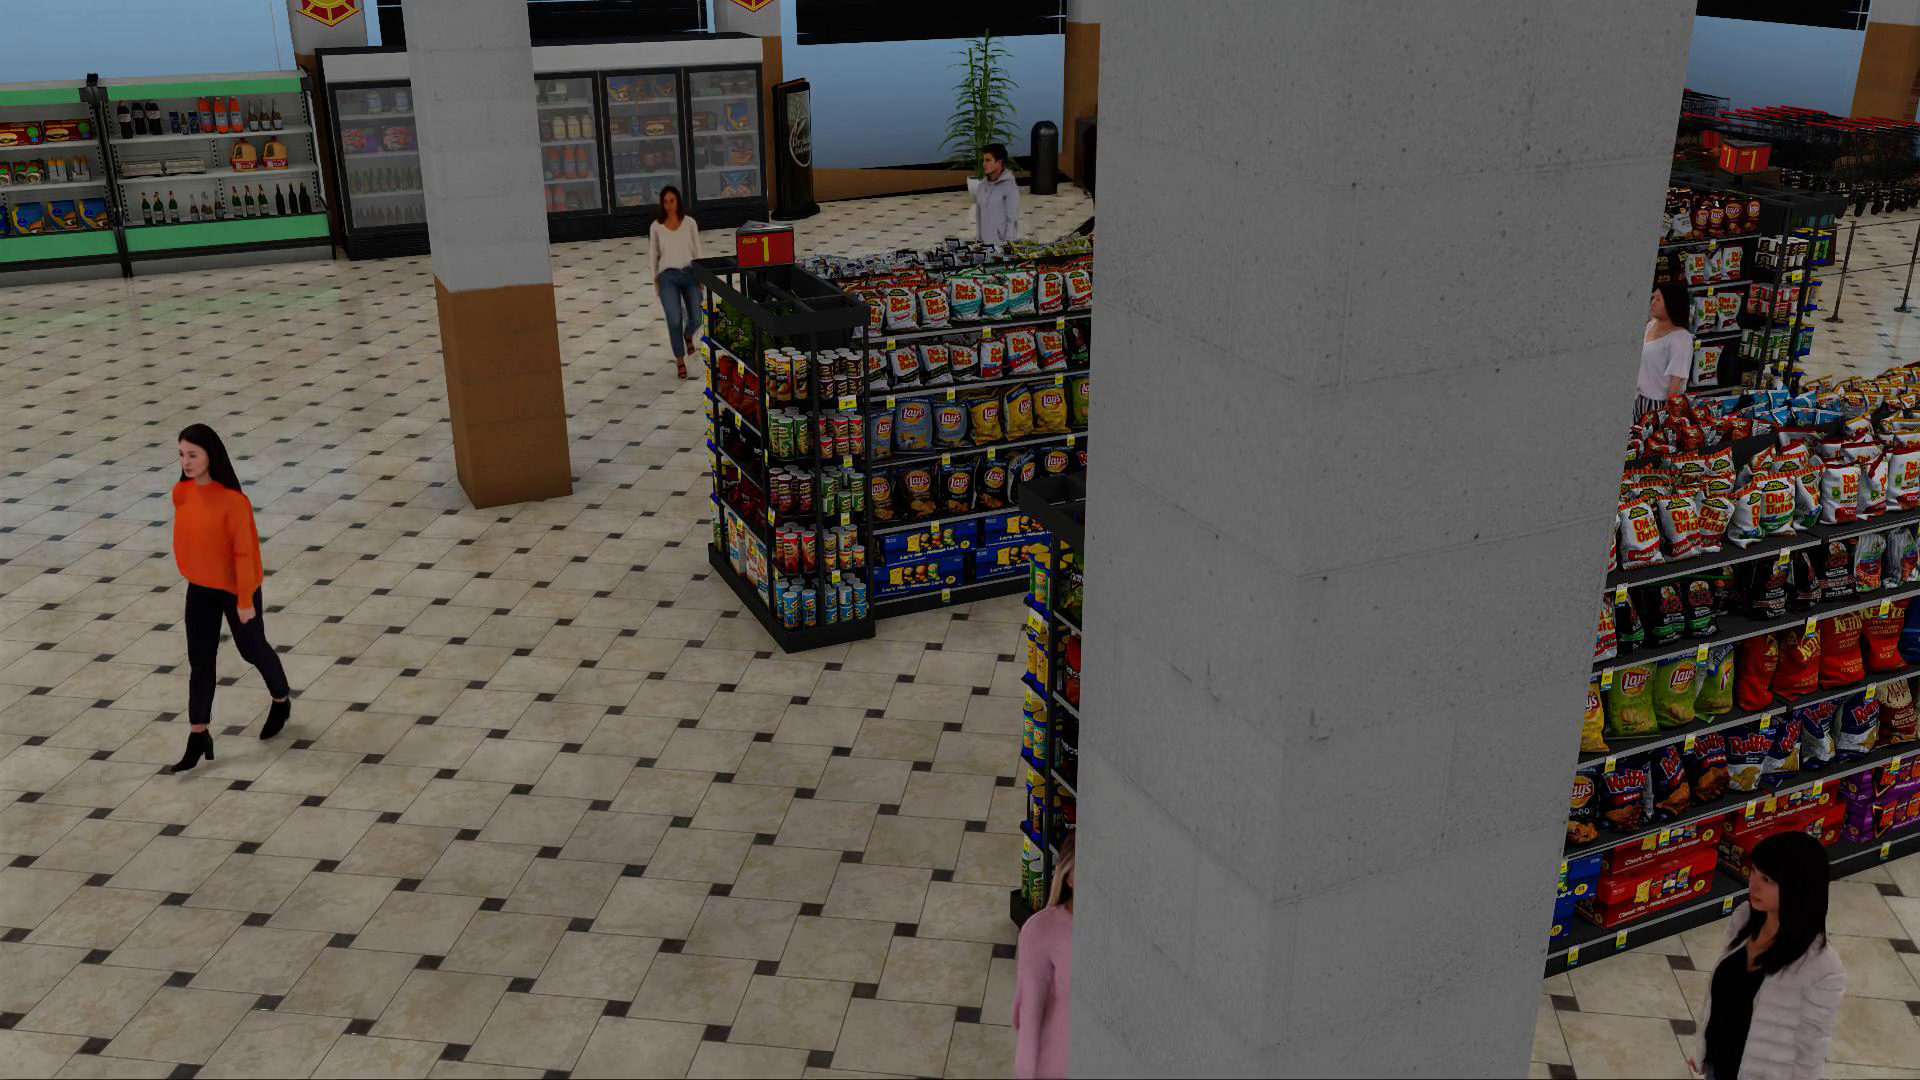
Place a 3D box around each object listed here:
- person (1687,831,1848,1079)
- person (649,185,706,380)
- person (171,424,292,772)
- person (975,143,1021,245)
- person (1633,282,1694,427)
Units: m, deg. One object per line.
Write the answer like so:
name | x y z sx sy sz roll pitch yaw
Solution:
person | 2.472 1.612 5.031 0.804 1.626 0.712 -5 22 -12
person | -2.483 -2.303 14.720 0.844 1.667 0.791 -5 22 -11
person | -3.611 0.245 8.305 0.969 1.722 1.037 9 23 21
person | 0.398 -2.710 15.386 0.813 1.925 0.838 18 28 37
person | 4.726 -0.931 11.288 0.737 1.680 0.763 -2 22 -5
